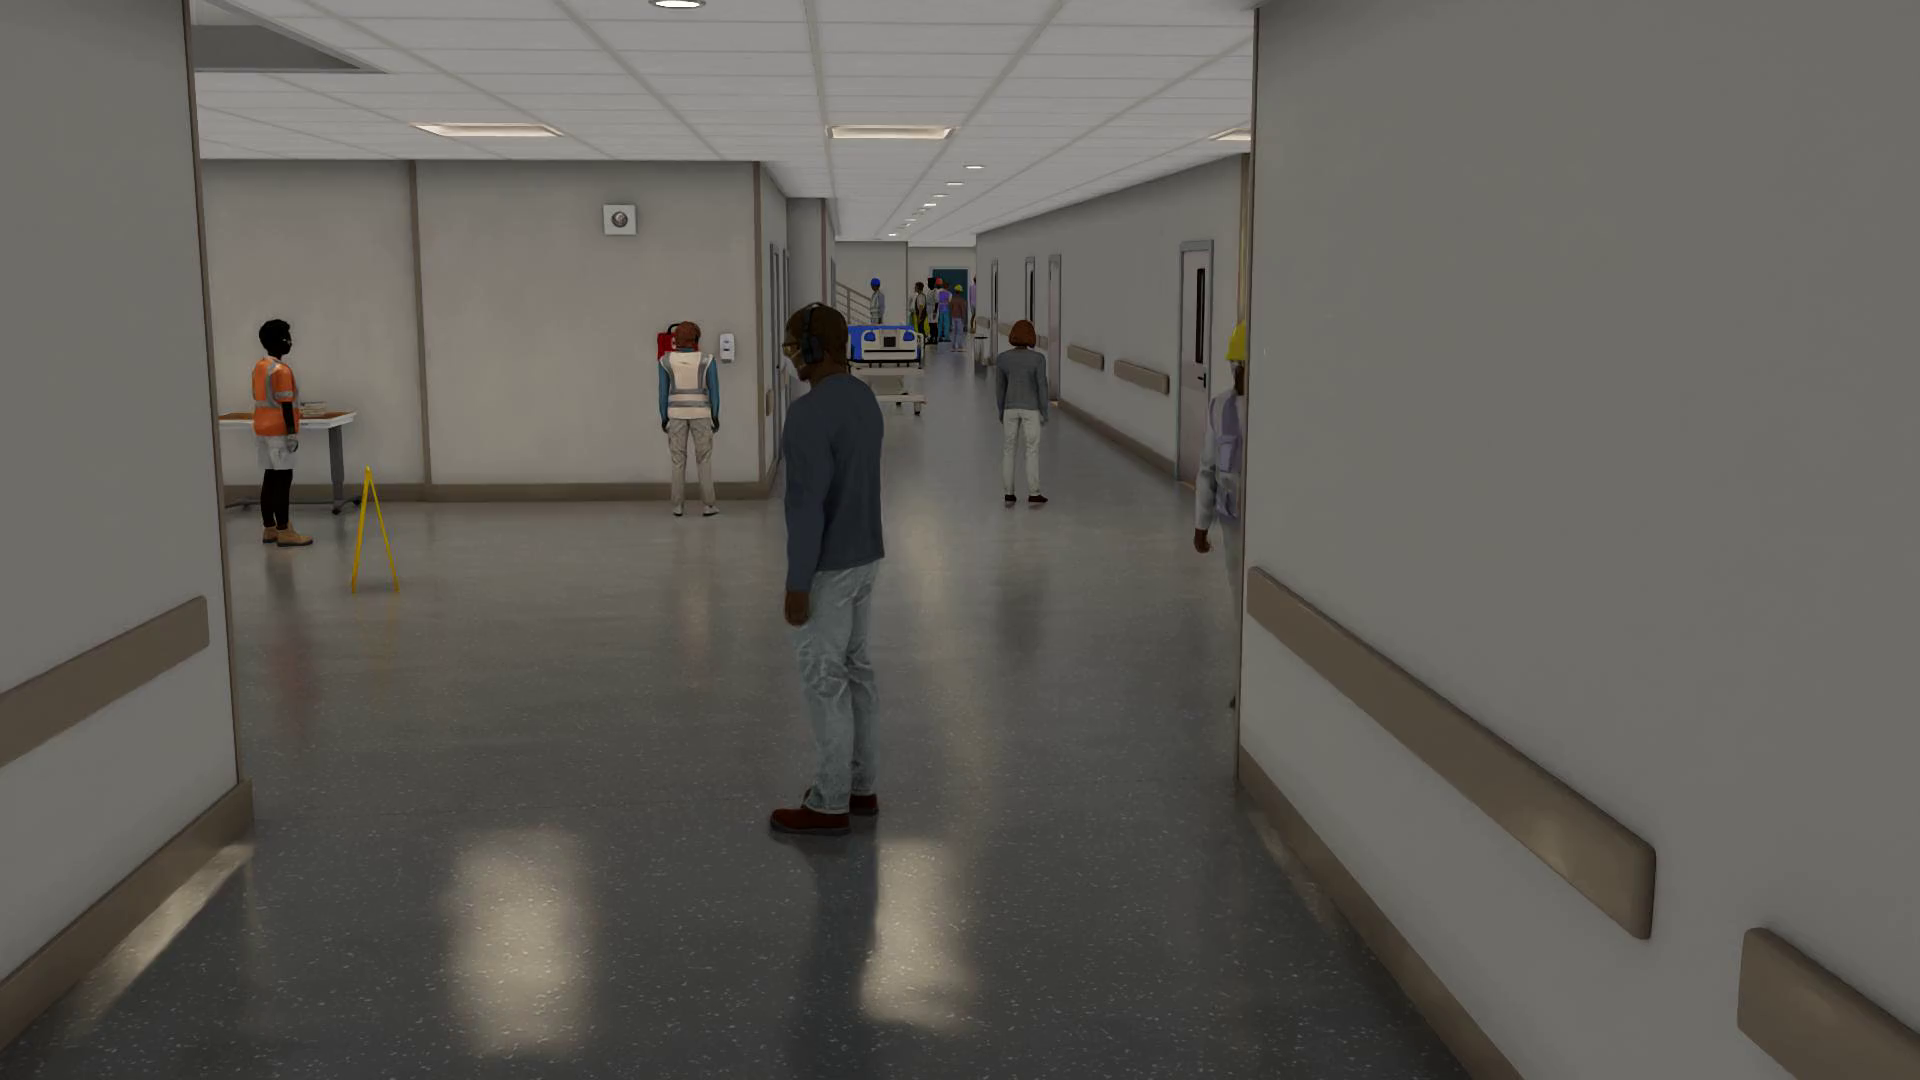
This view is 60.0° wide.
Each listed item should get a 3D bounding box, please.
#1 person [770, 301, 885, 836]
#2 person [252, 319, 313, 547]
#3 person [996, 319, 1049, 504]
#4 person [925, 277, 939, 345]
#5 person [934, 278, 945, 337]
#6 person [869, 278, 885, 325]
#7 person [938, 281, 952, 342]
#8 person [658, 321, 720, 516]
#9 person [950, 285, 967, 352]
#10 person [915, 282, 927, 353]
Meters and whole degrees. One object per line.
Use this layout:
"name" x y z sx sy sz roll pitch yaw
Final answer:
"person" -0.470 0.105 6.055 0.378 1.931 0.635 3 9 17
"person" -5.098 -0.799 12.453 0.317 1.695 0.540 -8 12 -42
"person" 0.556 -1.131 14.737 0.497 1.633 0.284 4 10 25
"person" -0.808 -6.601 48.032 0.367 1.966 0.604 -4 10 -25
"person" -0.684 -7.598 54.432 0.539 1.929 0.384 -3 10 -20
"person" -2.136 -5.717 42.544 0.409 1.943 0.614 -4 10 -26
"person" -0.462 -6.926 50.497 0.568 1.839 0.388 8 12 42
"person" -2.268 -1.013 13.967 0.513 1.642 0.313 0 9 2
"person" -0.040 -5.842 43.889 0.297 1.772 0.533 -8 12 -41
"person" -1.045 -5.812 43.453 0.343 1.846 0.507 1 9 4
